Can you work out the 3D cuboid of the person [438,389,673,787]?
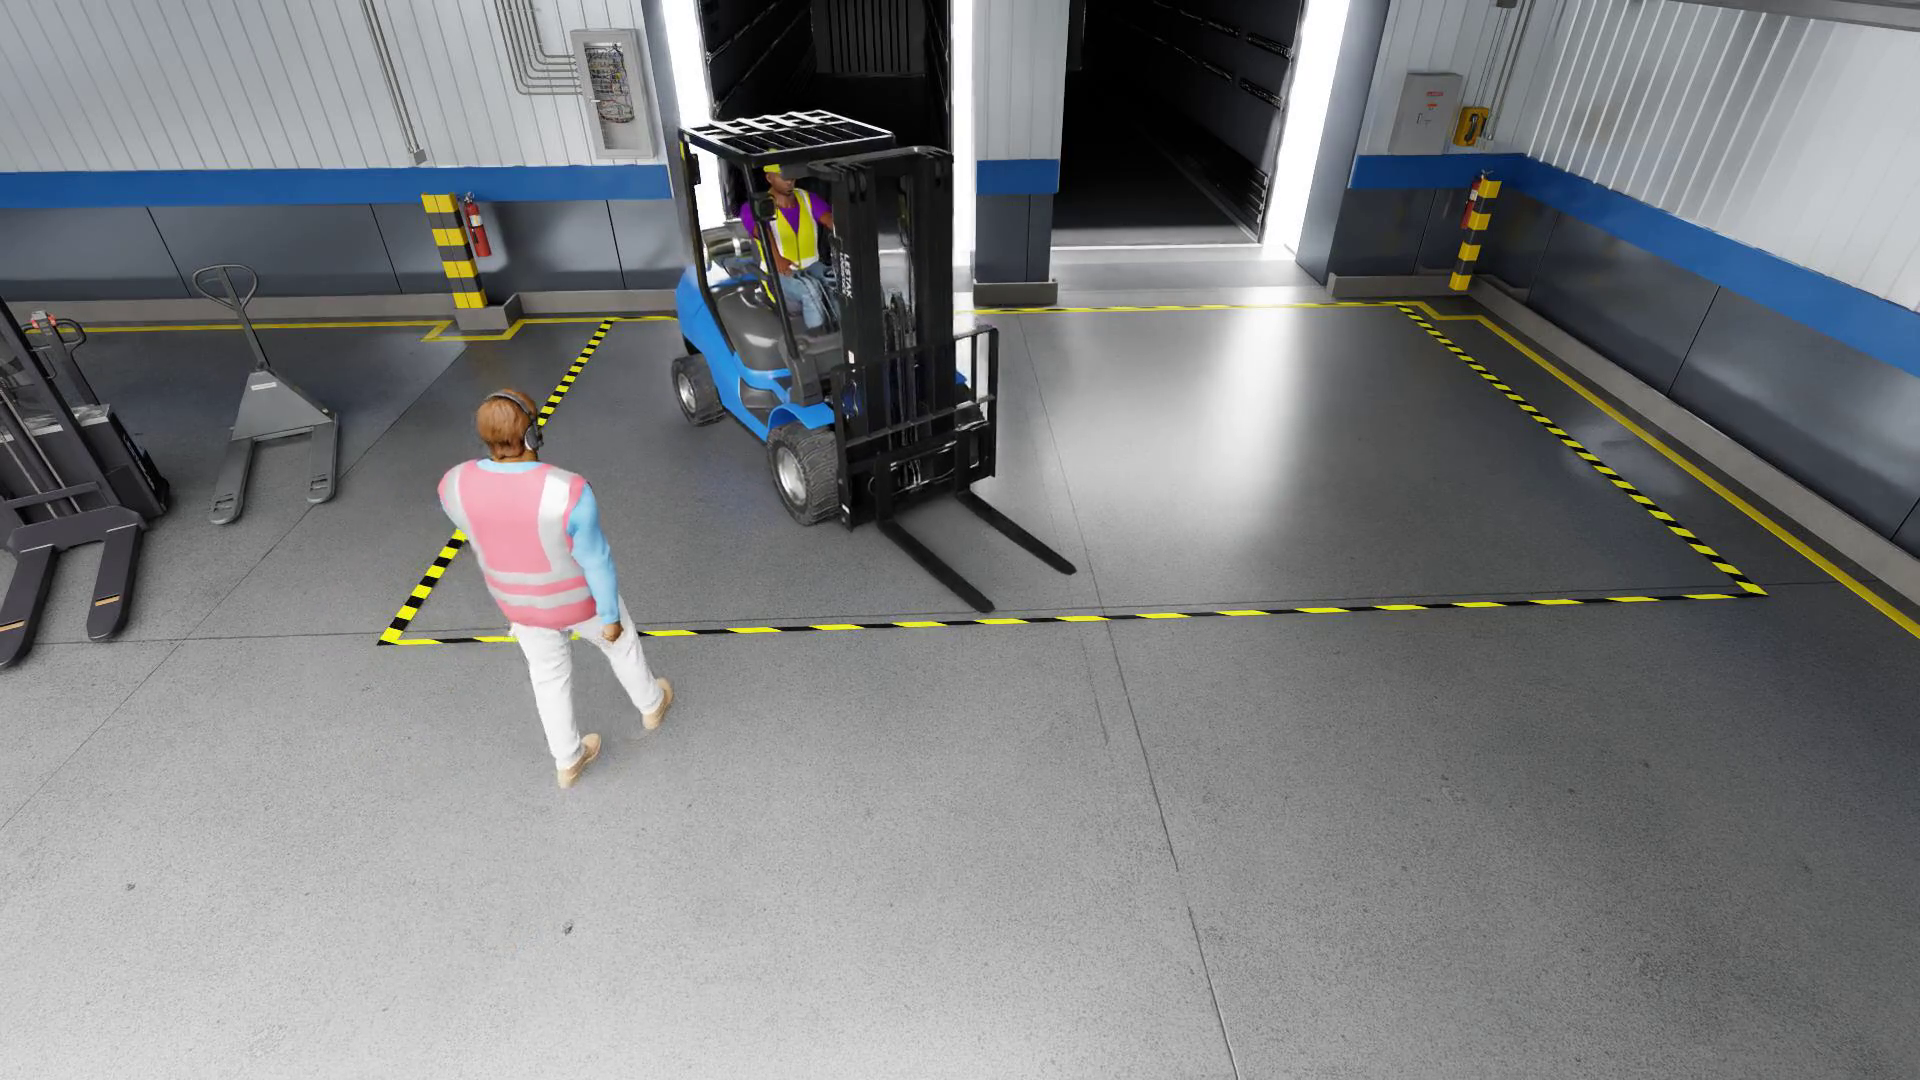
[{"bbox_3d":[-1.682,0.197,3.872,0.634,1.821,0.666,2,35,3],"label":"person"}]

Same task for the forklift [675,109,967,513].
[{"bbox_3d":[-0.997,-1.658,6.061,1.157,2.036,2.680,-22,41,-29],"label":"forklift"}]

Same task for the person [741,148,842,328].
[{"bbox_3d":[-0.968,-1.781,5.911,0.635,1.293,1.004,-22,41,-29],"label":"person"}]

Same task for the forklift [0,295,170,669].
[{"bbox_3d":[-5.212,-0.618,4.878,0.823,1.965,1.885,-20,39,-26],"label":"forklift"}]

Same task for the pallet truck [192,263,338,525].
[{"bbox_3d":[-4.778,-1.027,6.128,0.680,1.201,1.601,-17,38,-23],"label":"pallet truck"}]
